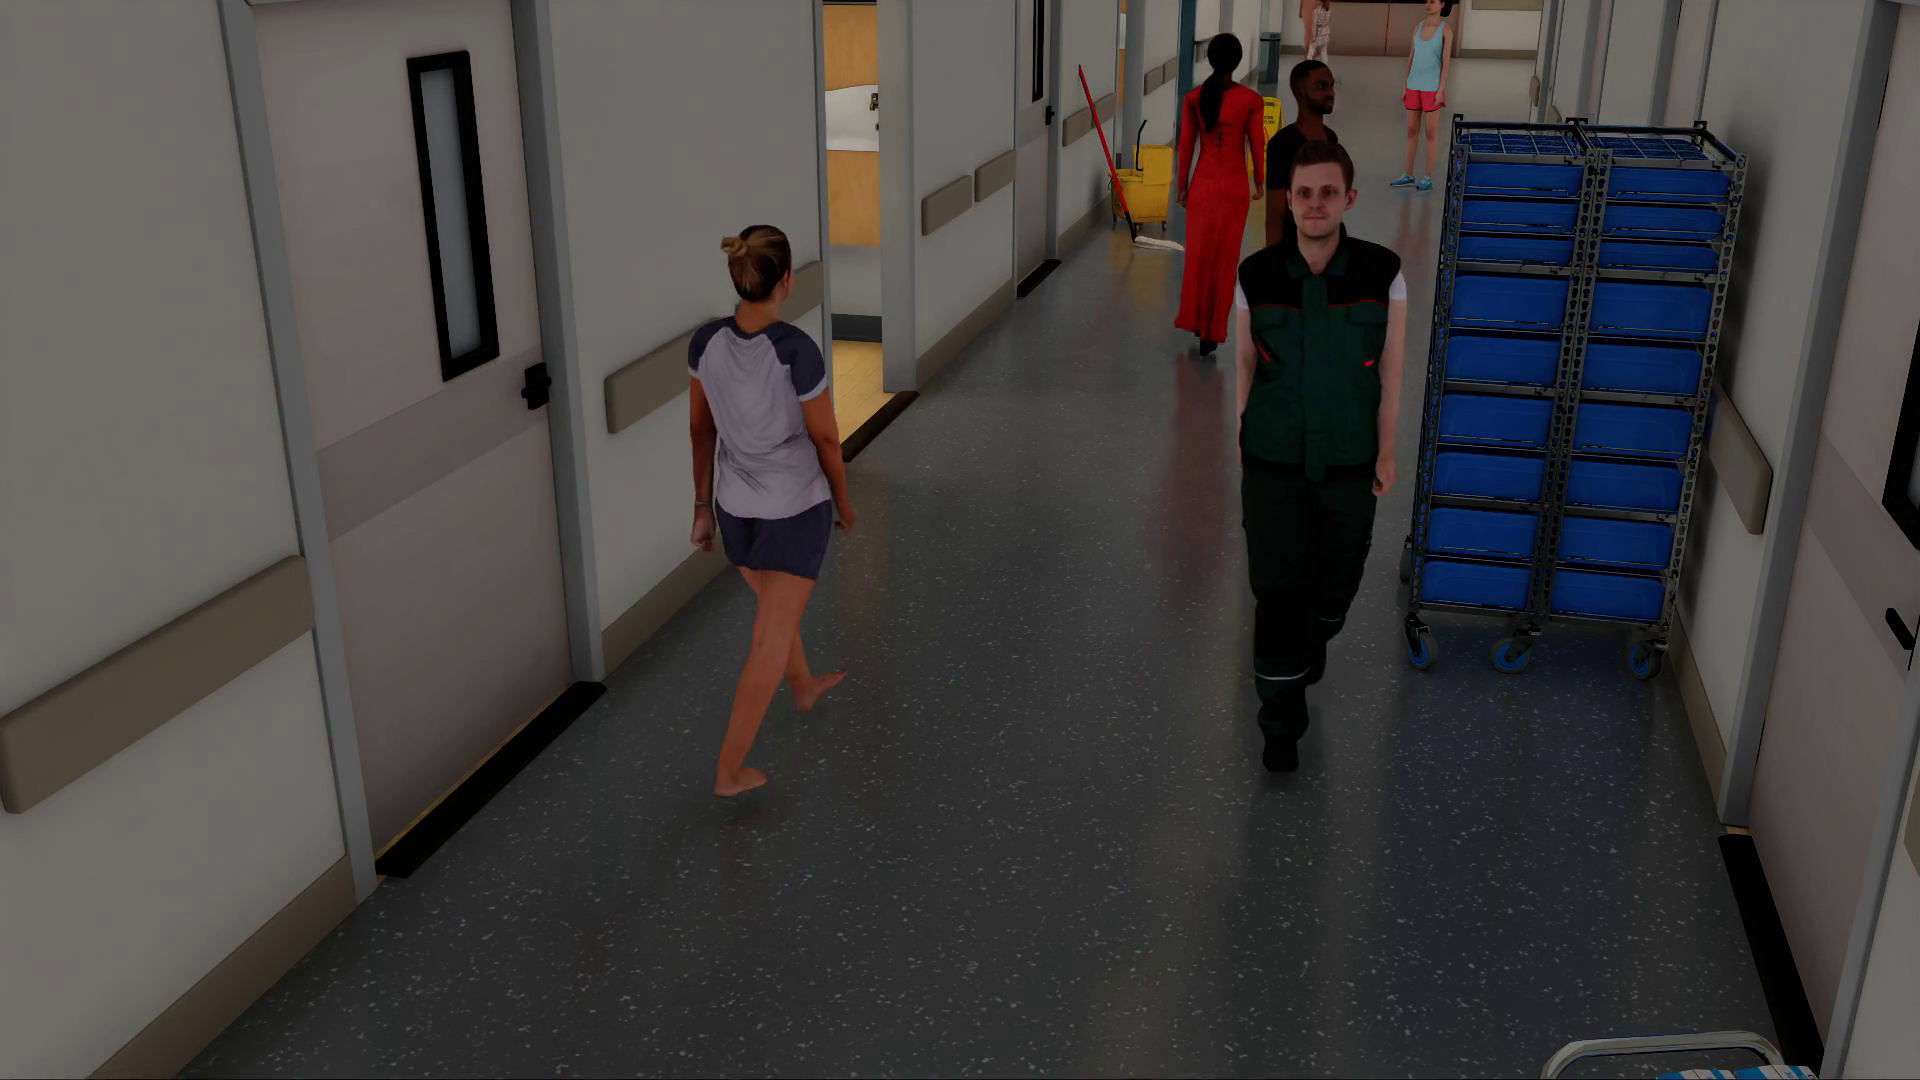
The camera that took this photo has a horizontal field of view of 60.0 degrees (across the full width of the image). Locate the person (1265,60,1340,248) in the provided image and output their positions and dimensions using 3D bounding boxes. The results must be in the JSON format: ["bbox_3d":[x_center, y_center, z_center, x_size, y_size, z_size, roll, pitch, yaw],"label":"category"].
[{"bbox_3d":[1.536,-1.251,7.570,0.648,1.805,0.773,-19,28,-41],"label":"person"}]

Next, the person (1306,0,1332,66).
[{"bbox_3d":[5.460,-7.572,24.987,0.793,1.289,0.869,-10,23,-24],"label":"person"}]

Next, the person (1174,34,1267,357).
[{"bbox_3d":[1.433,-1.905,9.354,0.651,1.765,0.903,6,22,16],"label":"person"}]

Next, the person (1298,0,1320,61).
[{"bbox_3d":[5.603,-8.367,26.344,0.678,1.815,0.862,4,21,9],"label":"person"}]

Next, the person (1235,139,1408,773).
[{"bbox_3d":[1.053,-0.261,4.942,0.724,1.816,1.104,3,21,8],"label":"person"}]

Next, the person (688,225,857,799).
[{"bbox_3d":[-0.567,-0.031,4.674,0.748,1.575,1.107,11,23,27],"label":"person"}]

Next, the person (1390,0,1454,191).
[{"bbox_3d":[4.235,-4.093,15.131,0.741,1.765,0.697,-18,27,-38],"label":"person"}]
